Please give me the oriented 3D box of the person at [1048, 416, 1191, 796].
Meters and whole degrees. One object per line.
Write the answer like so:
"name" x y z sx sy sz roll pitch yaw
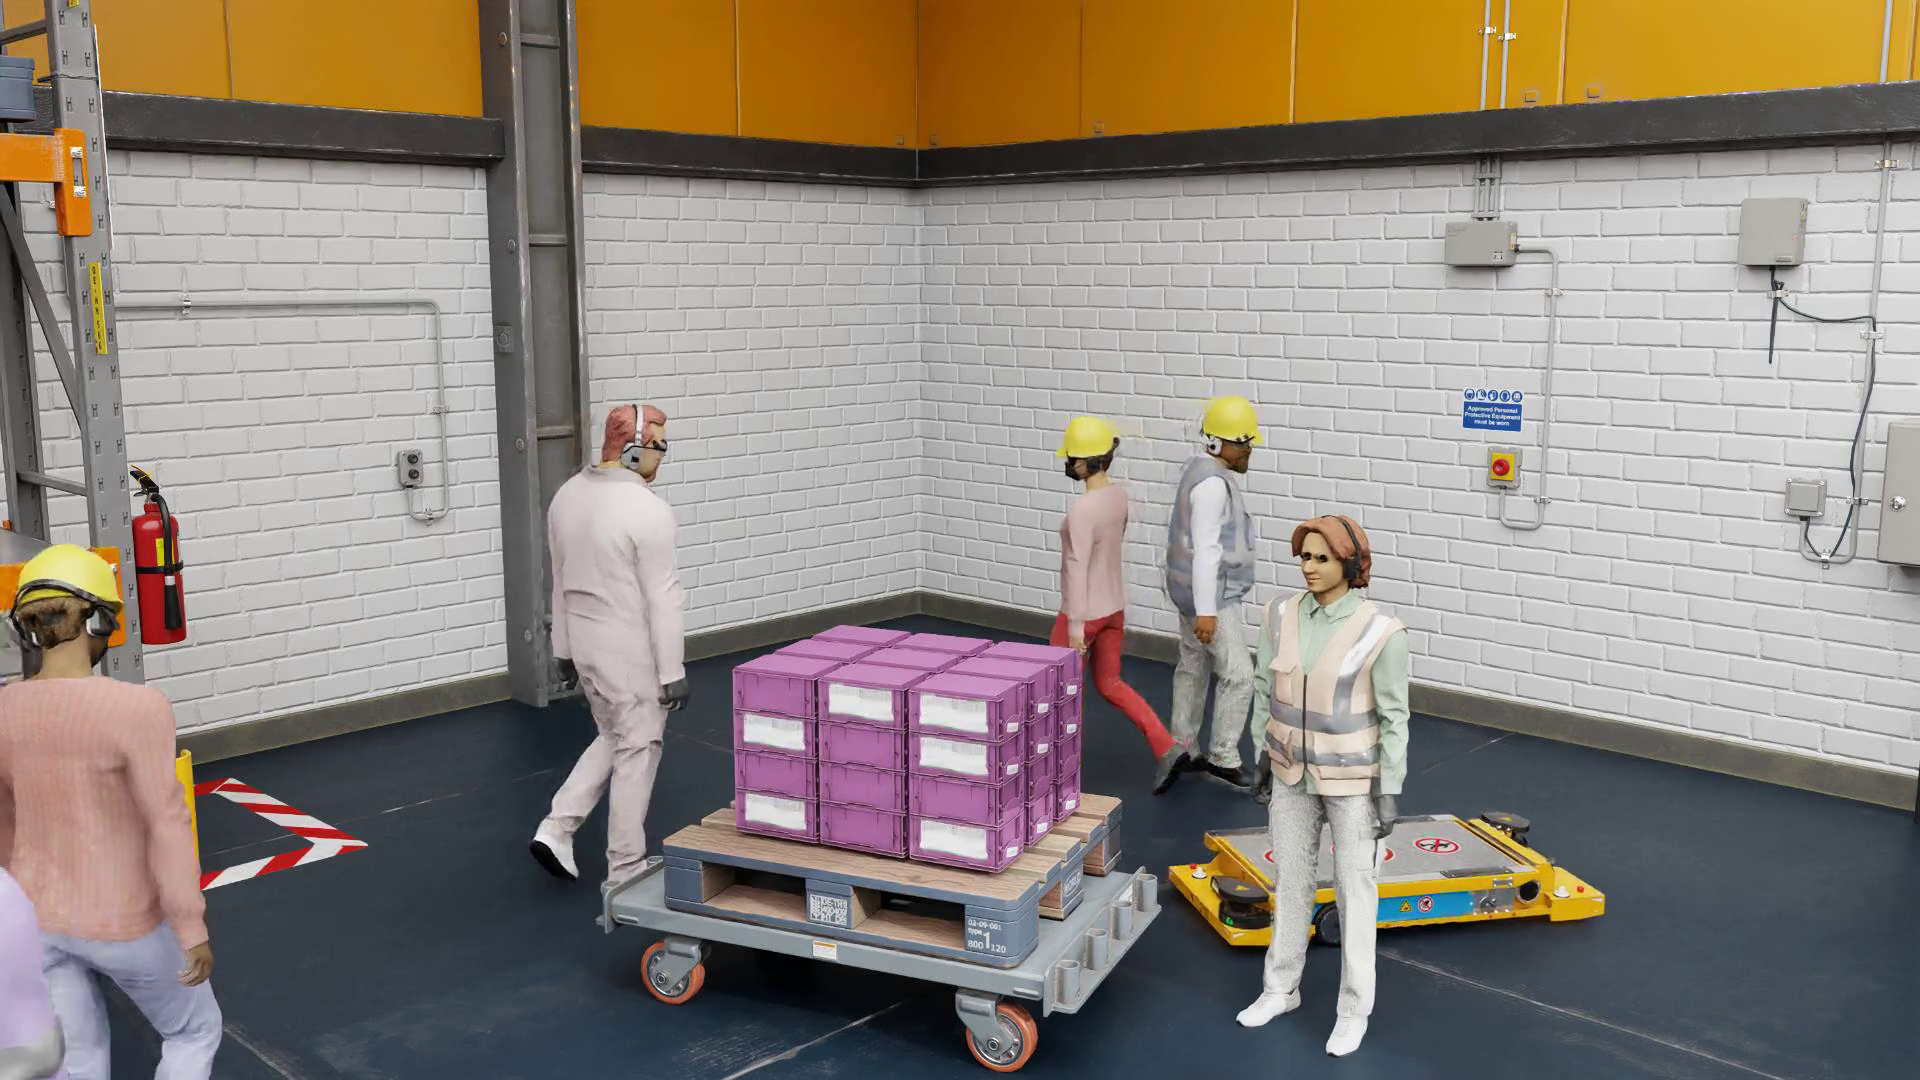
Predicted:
"person" 0.632 0.312 7.367 0.747 1.734 0.527 6 11 33

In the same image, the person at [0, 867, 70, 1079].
"person" -1.550 1.057 2.303 0.607 1.889 0.655 2 10 14

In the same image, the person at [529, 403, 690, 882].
"person" -1.266 0.431 6.161 0.648 1.883 0.481 9 13 43

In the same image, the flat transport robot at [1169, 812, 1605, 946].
"flat transport robot" 1.559 1.235 6.149 1.431 0.197 0.652 -2 9 -12

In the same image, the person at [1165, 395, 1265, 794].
"person" 1.193 0.247 7.506 0.532 1.802 0.683 1 9 3

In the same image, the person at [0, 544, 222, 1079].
"person" -1.970 0.881 3.839 0.595 1.724 0.437 1 9 9

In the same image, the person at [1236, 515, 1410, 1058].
"person" 1.110 0.732 5.047 0.515 1.641 0.314 9 13 44
